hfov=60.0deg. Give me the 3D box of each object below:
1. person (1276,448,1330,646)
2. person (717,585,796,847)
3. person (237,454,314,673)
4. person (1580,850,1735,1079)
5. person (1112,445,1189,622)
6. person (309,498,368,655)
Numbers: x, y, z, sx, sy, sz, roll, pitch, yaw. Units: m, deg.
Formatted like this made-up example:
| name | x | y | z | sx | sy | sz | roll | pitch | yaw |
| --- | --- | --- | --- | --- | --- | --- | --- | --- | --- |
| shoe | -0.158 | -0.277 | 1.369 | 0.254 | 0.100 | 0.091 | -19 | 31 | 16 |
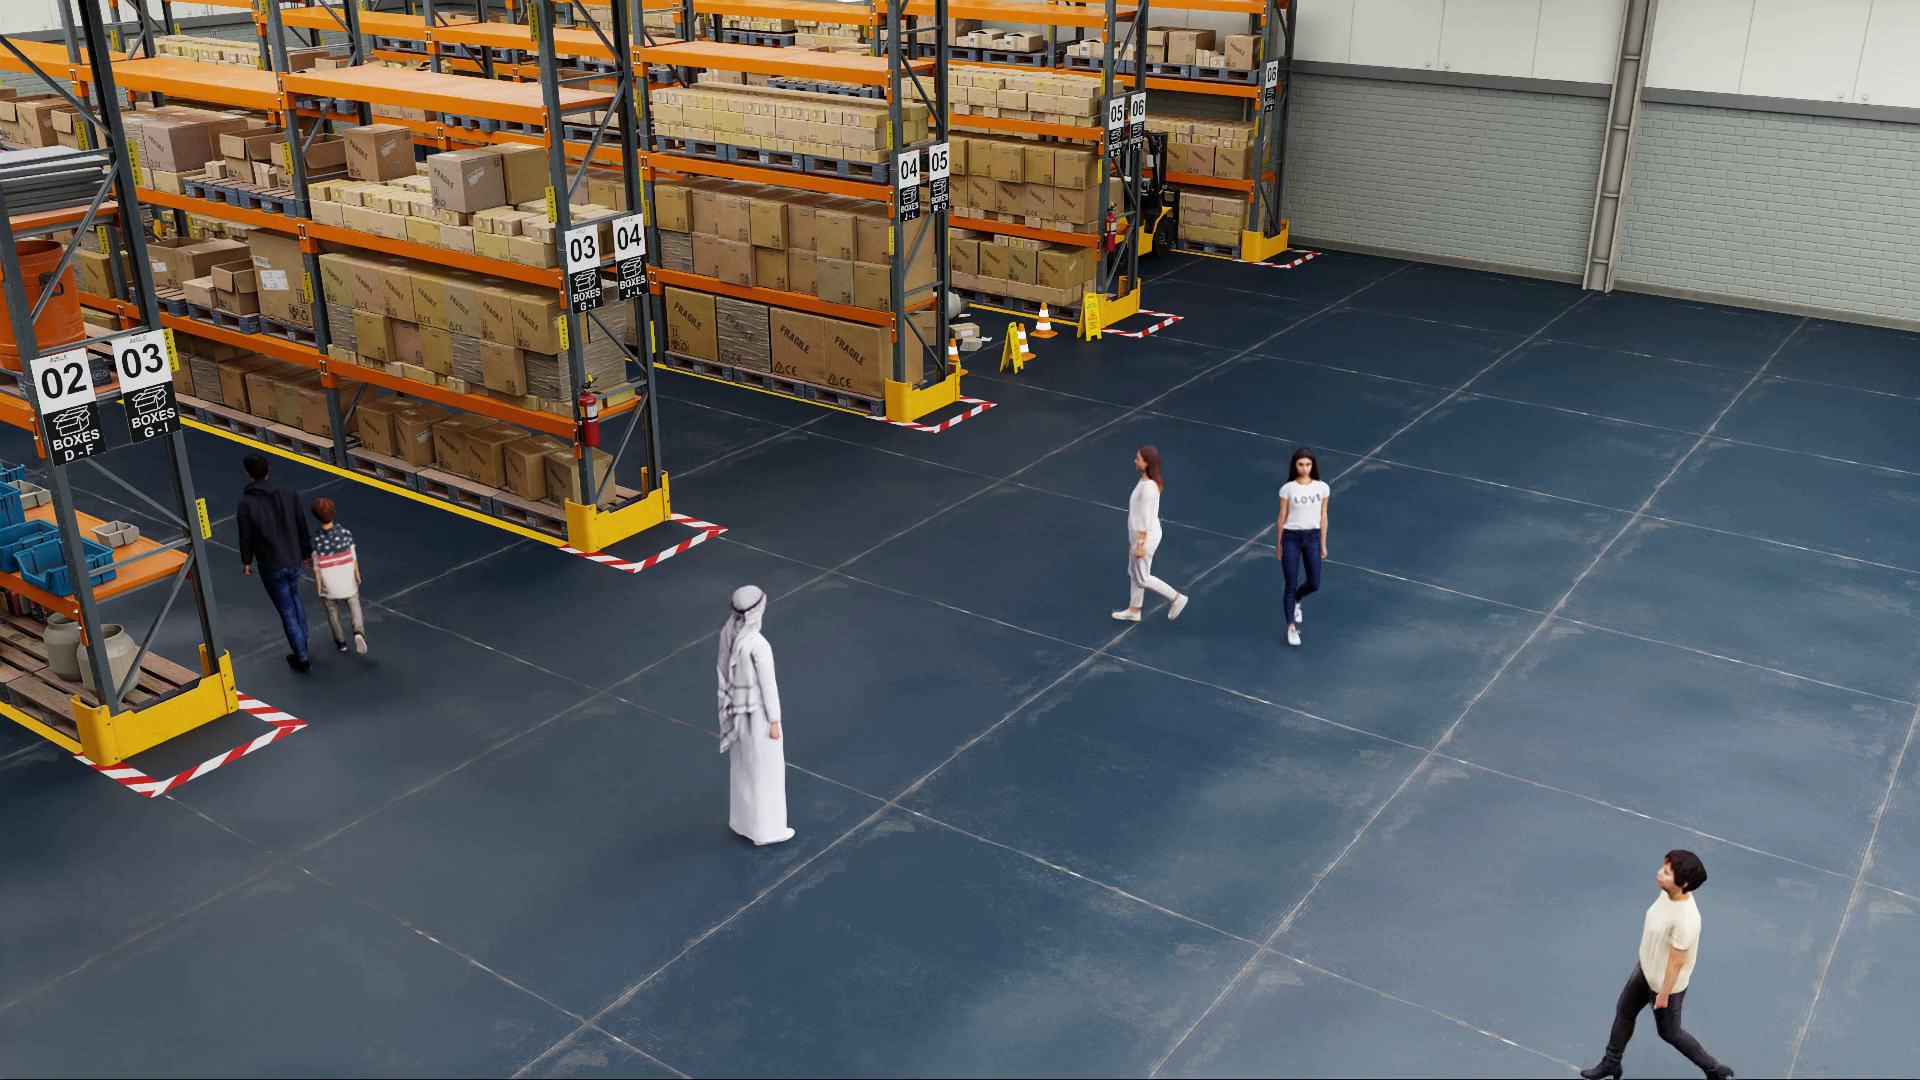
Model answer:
| name | x | y | z | sx | sy | sz | roll | pitch | yaw |
| --- | --- | --- | --- | --- | --- | --- | --- | --- | --- |
| person | 2.943 | 0.020 | 14.471 | 0.864 | 1.768 | 0.909 | -2 | 23 | -4 |
| person | -1.438 | 1.200 | 11.495 | 0.806 | 1.925 | 0.630 | -20 | 30 | -39 |
| person | -5.625 | 0.225 | 13.869 | 0.777 | 1.861 | 0.702 | 17 | 29 | 35 |
| person | 3.930 | 2.415 | 9.107 | 1.101 | 1.557 | 0.885 | 3 | 23 | 7 |
| person | 1.703 | -0.021 | 14.683 | 1.005 | 1.677 | 0.852 | 3 | 23 | 6 |
| person | -5.292 | 0.330 | 14.175 | 0.721 | 1.429 | 0.890 | -14 | 27 | -29 |
